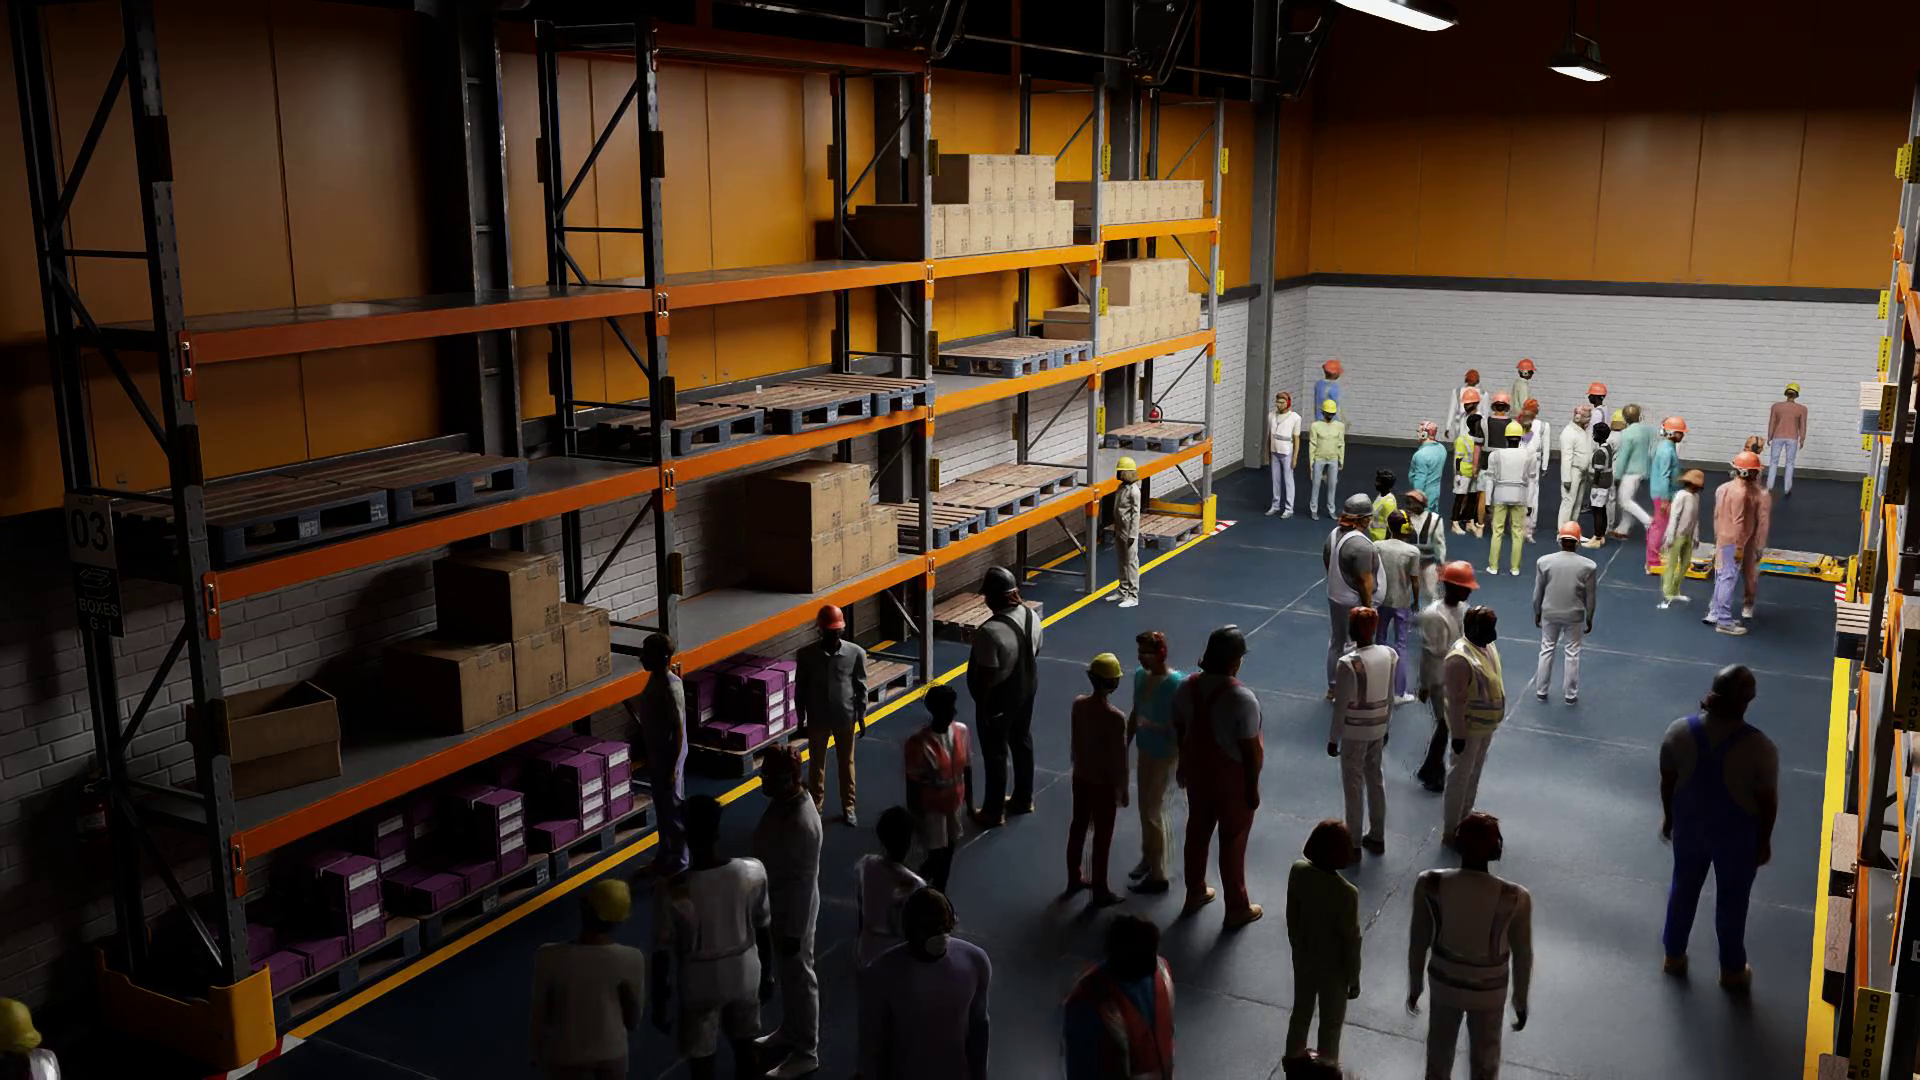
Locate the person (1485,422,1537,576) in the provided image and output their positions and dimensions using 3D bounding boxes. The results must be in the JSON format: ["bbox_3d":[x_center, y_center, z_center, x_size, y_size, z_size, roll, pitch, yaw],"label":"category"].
[{"bbox_3d":[6.820,-0.504,20.645,0.586,1.920,0.397,3,13,13],"label":"person"}]

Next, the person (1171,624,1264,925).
[{"bbox_3d":[1.783,1.547,11.182,0.535,2.000,0.674,-11,17,-41],"label":"person"}]

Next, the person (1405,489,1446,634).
[{"bbox_3d":[4.953,0.243,17.992,0.587,1.612,0.345,5,13,21],"label":"person"}]

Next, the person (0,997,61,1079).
[{"bbox_3d":[-3.763,2.670,6.648,0.403,1.824,0.594,4,13,18],"label":"person"}]

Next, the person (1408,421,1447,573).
[{"bbox_3d":[5.805,-0.542,20.841,0.409,1.909,0.642,10,16,38],"label":"person"}]

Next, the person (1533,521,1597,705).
[{"bbox_3d":[5.706,0.684,15.716,0.567,1.744,0.350,7,14,29],"label":"person"}]

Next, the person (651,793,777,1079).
[{"bbox_3d":[-1.239,2.224,8.377,0.658,1.950,0.432,-7,14,-28],"label":"person"}]

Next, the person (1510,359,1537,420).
[{"bbox_3d":[9.048,-1.921,26.813,0.375,1.995,0.611,1,13,4],"label":"person"}]

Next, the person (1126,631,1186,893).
[{"bbox_3d":[1.365,1.538,11.710,0.510,1.823,0.600,-6,14,-24],"label":"person"}]

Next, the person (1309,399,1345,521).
[{"bbox_3d":[5.262,-1.147,23.883,0.525,1.760,0.341,-1,13,-5],"label":"person"}]

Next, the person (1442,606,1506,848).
[{"bbox_3d":[3.820,1.382,12.374,0.429,1.841,0.633,10,16,37],"label":"person"}]

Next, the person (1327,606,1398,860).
[{"bbox_3d":[2.947,1.406,12.188,0.577,1.876,0.342,-8,15,-33],"label":"person"}]

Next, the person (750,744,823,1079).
[{"bbox_3d":[-0.974,2.047,9.249,0.409,1.908,0.639,-3,13,-15],"label":"person"}]

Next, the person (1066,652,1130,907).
[{"bbox_3d":[0.971,1.639,11.427,0.375,1.756,0.587,-10,16,-37],"label":"person"}]

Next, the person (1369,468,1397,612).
[{"bbox_3d":[4.763,0.026,18.770,0.316,1.696,0.540,0,13,2],"label":"person"}]

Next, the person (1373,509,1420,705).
[{"bbox_3d":[4.092,0.627,15.700,0.531,1.865,0.310,9,15,35],"label":"person"}]

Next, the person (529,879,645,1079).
[{"bbox_3d":[-1.788,2.434,7.942,0.585,1.722,0.330,-3,13,-12],"label":"person"}]

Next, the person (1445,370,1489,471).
[{"bbox_3d":[8.108,-1.802,26.587,0.613,1.852,0.789,5,14,21],"label":"person"}]

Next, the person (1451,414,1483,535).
[{"bbox_3d":[7.039,-0.914,22.992,0.533,1.694,0.320,-6,14,-26],"label":"person"}]

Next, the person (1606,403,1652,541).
[{"bbox_3d":[9.116,-0.891,22.391,0.653,1.913,0.713,-11,16,-40],"label":"person"}]

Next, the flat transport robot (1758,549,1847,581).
[{"bbox_3d":[10.297,0.276,20.870,1.431,0.197,0.652,8,15,31],"label":"flat transport robot"}]

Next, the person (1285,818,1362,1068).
[{"bbox_3d":[1.946,2.265,8.889,0.279,1.633,0.501,-8,15,-33],"label":"person"}]

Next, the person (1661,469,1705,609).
[{"bbox_3d":[8.307,-0.011,19.137,0.596,1.613,0.306,-10,16,-38],"label":"person"}]

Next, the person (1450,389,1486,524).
[{"bbox_3d":[7.249,-1.193,23.707,0.387,1.929,0.545,-5,14,-22],"label":"person"}]

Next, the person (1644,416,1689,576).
[{"bbox_3d":[8.791,-0.556,20.707,0.396,1.990,0.622,5,14,21],"label":"person"}]

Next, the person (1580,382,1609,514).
[{"bbox_3d":[9.273,-1.341,24.344,0.356,1.938,0.543,7,15,30],"label":"person"}]

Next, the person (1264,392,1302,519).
[{"bbox_3d":[4.694,-1.235,24.103,0.383,1.837,0.563,-10,16,-38],"label":"person"}]

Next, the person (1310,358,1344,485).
[{"bbox_3d":[5.897,-1.909,26.667,0.394,2.039,0.623,-4,13,-17],"label":"person"}]

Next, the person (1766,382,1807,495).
[{"bbox_3d":[12.808,-1.569,25.789,0.531,1.756,0.349,7,14,27],"label":"person"}]

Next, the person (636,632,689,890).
[{"bbox_3d":[-2.088,1.537,11.667,0.345,1.847,0.507,-7,14,-29],"label":"person"}]

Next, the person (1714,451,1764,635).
[{"bbox_3d":[8.467,0.018,18.128,0.388,1.996,0.612,5,13,19],"label":"person"}]

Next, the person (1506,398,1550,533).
[{"bbox_3d":[7.856,-1.029,23.071,0.584,1.882,0.346,3,13,13],"label":"person"}]

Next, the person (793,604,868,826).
[{"bbox_3d":[-0.990,1.341,12.749,0.572,1.753,0.325,-1,13,-3],"label":"person"}]

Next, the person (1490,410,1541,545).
[{"bbox_3d":[7.583,-0.894,22.640,0.570,1.814,0.867,-2,13,-9],"label":"person"}]

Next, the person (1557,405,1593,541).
[{"bbox_3d":[8.298,-0.881,22.395,0.400,1.896,0.653,11,17,41],"label":"person"}]

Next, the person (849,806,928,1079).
[{"bbox_3d":[-0.342,2.242,8.874,0.366,1.675,0.606,-11,17,-40],"label":"person"}]

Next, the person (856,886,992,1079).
[{"bbox_3d":[-0.142,2.447,7.384,0.629,1.940,0.372,-6,14,-24],"label":"person"}]

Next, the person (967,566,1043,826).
[{"bbox_3d":[0.304,1.176,12.845,0.535,2.000,0.682,10,16,39],"label":"person"}]

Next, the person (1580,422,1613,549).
[{"bbox_3d":[8.522,-0.728,22.164,0.319,1.694,0.533,8,15,31],"label":"person"}]

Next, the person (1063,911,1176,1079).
[{"bbox_3d":[0.699,2.491,7.474,0.647,1.817,0.780,-11,17,-41],"label":"person"}]

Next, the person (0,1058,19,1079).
[{"bbox_3d":[-3.458,2.773,6.033,0.583,1.883,0.756,4,13,17],"label":"person"}]

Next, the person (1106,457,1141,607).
[{"bbox_3d":[1.904,-0.099,19.226,0.294,1.744,0.487,-5,13,-20],"label":"person"}]

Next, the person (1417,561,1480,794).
[{"bbox_3d":[3.958,1.109,13.395,0.581,1.925,0.437,-11,16,-40],"label":"person"}]

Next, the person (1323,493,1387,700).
[{"bbox_3d":[3.723,0.560,15.601,0.536,2.000,0.676,-4,13,-16],"label":"person"}]

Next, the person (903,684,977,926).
[{"bbox_3d":[-0.128,1.762,11.035,0.537,1.685,0.368,-11,17,-42],"label":"person"}]

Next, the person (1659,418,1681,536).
[{"bbox_3d":[9.754,-0.871,22.960,0.291,1.625,0.494,-1,13,-5],"label":"person"}]

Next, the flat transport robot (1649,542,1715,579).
[{"bbox_3d":[9.238,0.221,21.118,0.652,0.197,1.431,8,15,31],"label":"flat transport robot"}]

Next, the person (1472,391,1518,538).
[{"bbox_3d":[7.308,-1.012,22.679,0.611,2.030,0.410,4,13,16],"label":"person"}]

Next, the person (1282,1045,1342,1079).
[{"bbox_3d":[1.404,2.798,6.145,0.591,1.794,0.835,-6,14,-23],"label":"person"}]

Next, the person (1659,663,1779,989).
[{"bbox_3d":[4.715,1.742,10.311,0.687,2.000,0.536,12,17,43],"label":"person"}]

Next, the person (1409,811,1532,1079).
[{"bbox_3d":[2.548,2.264,8.338,0.585,1.882,0.360,6,14,27],"label":"person"}]

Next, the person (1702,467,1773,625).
[{"bbox_3d":[8.653,0.028,18.457,0.654,1.844,1.036,12,17,43],"label":"person"}]
